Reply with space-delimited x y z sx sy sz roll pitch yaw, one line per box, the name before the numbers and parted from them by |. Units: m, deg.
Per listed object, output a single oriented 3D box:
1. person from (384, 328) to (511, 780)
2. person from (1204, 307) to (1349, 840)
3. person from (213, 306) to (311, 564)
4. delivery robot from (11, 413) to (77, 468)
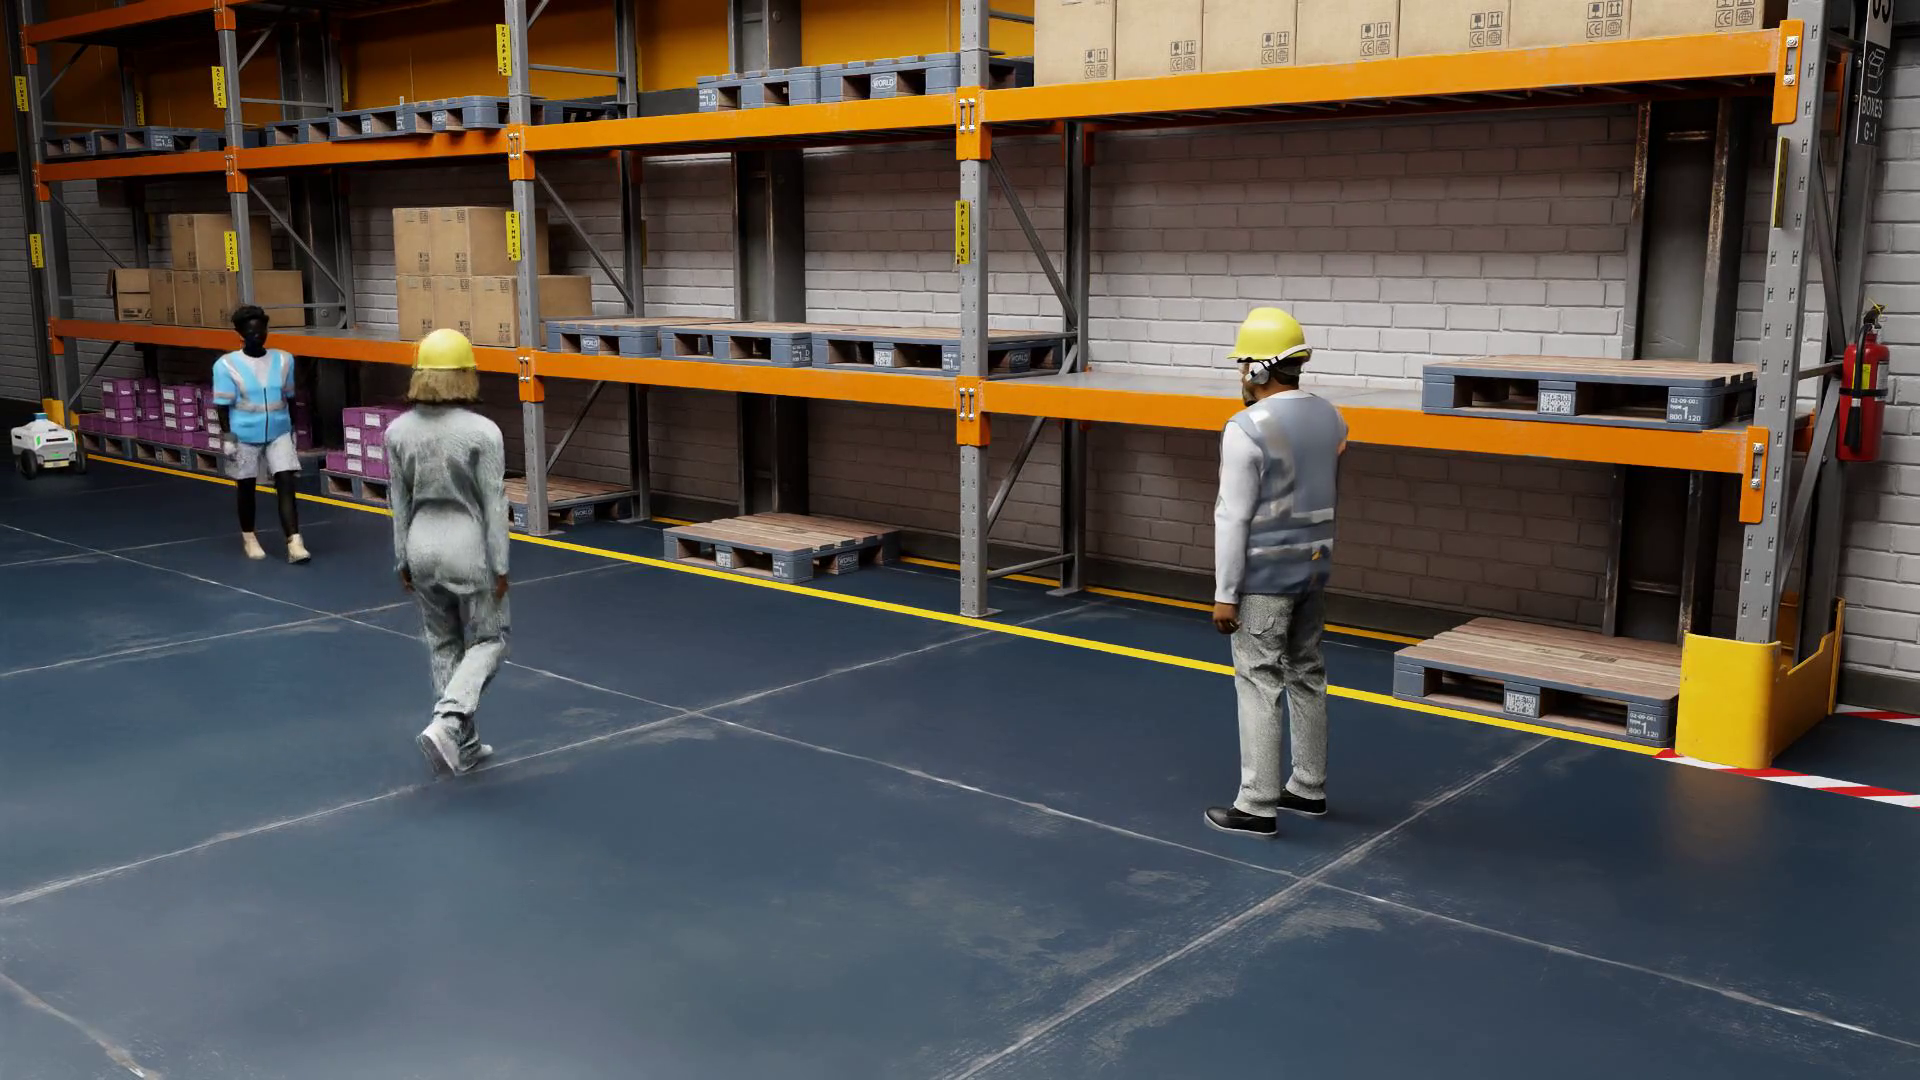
person | -1.934 0.071 6.266 0.491 1.724 0.563 2 10 13
person | 1.081 0.115 5.759 0.591 1.823 0.405 -9 13 -42
person | -4.444 -0.654 10.582 0.542 1.648 0.828 -8 13 -40
delivery robot | -8.159 -0.889 14.804 0.707 0.478 0.477 9 14 43
